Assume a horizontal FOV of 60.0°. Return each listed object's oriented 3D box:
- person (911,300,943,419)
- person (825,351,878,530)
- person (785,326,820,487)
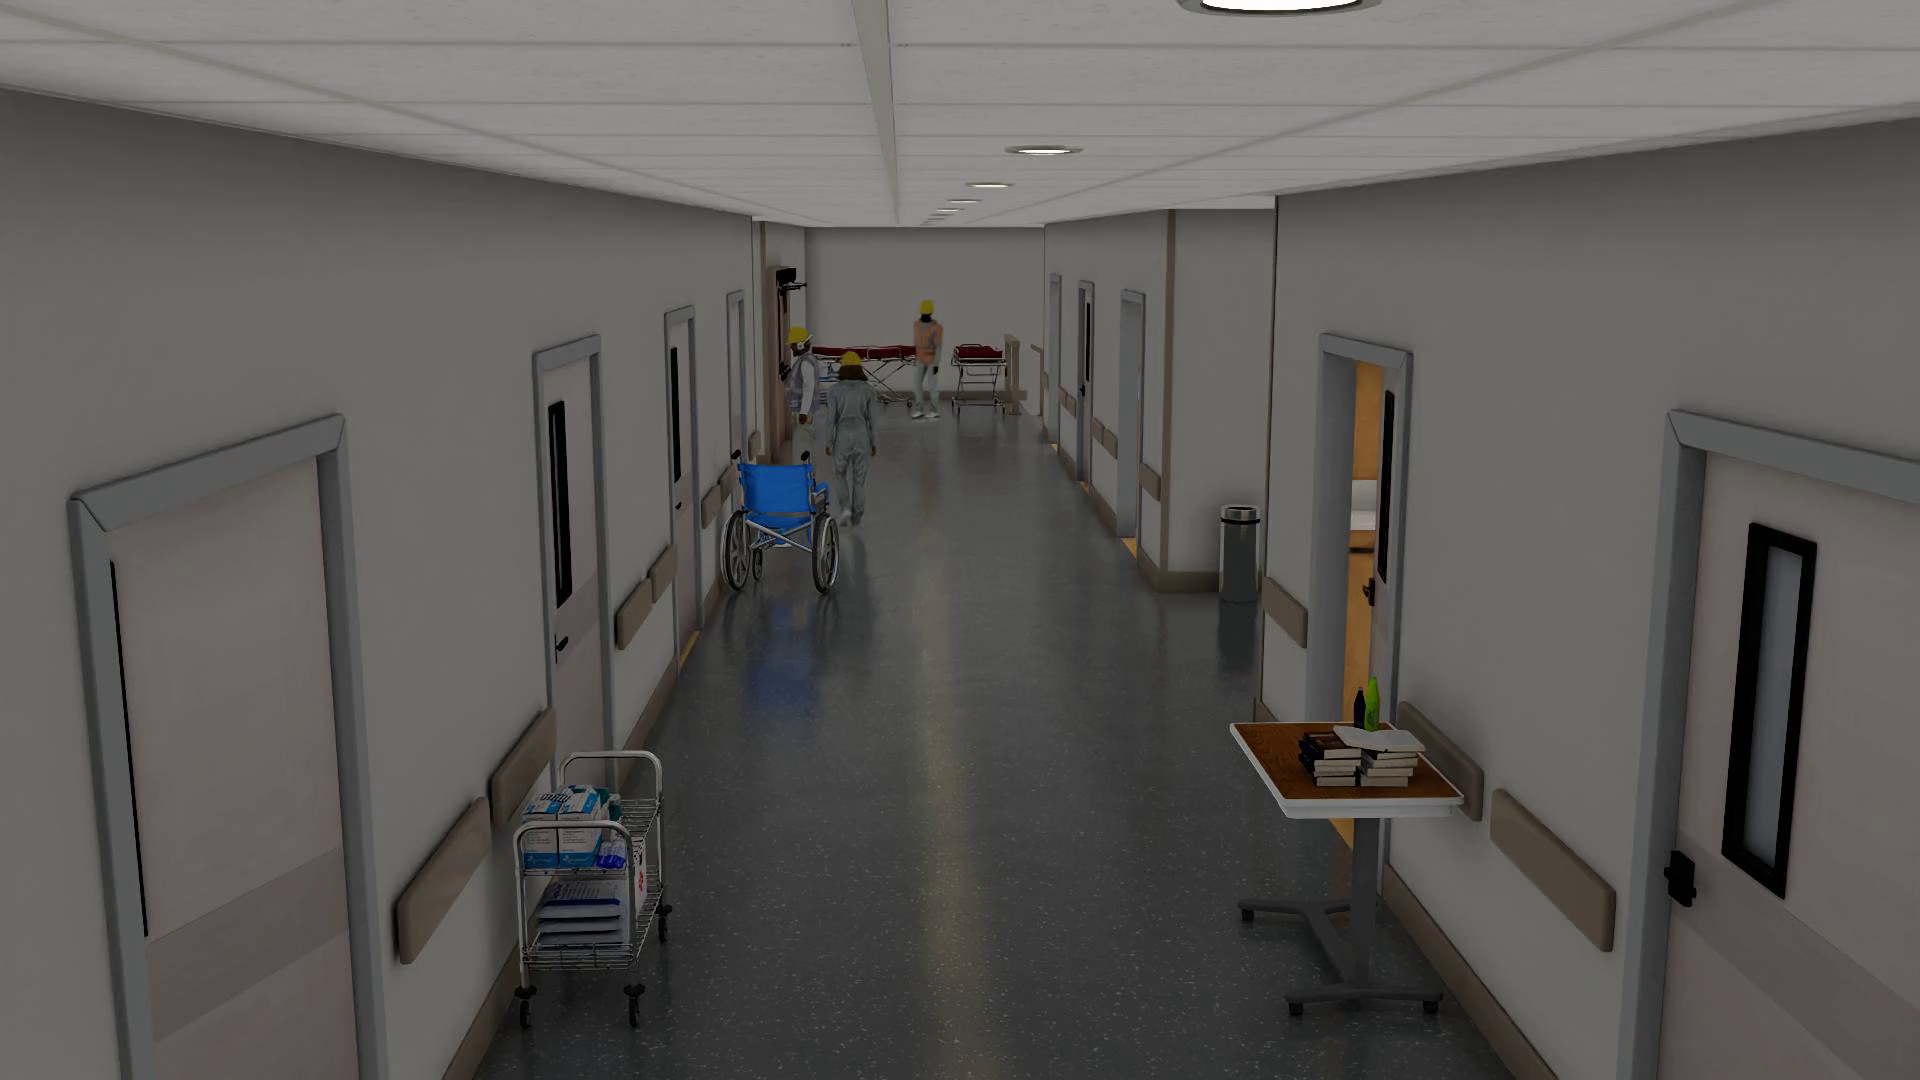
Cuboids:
[{"bbox_3d":[-0.497,-2.815,26.004,0.620,1.868,0.652,7,12,35],"label":"person"},{"bbox_3d":[-1.045,-0.950,16.010,0.516,1.719,0.383,-2,10,-11],"label":"person"},{"bbox_3d":[-1.783,-1.503,18.844,0.403,1.822,0.588,-1,10,-6],"label":"person"}]
